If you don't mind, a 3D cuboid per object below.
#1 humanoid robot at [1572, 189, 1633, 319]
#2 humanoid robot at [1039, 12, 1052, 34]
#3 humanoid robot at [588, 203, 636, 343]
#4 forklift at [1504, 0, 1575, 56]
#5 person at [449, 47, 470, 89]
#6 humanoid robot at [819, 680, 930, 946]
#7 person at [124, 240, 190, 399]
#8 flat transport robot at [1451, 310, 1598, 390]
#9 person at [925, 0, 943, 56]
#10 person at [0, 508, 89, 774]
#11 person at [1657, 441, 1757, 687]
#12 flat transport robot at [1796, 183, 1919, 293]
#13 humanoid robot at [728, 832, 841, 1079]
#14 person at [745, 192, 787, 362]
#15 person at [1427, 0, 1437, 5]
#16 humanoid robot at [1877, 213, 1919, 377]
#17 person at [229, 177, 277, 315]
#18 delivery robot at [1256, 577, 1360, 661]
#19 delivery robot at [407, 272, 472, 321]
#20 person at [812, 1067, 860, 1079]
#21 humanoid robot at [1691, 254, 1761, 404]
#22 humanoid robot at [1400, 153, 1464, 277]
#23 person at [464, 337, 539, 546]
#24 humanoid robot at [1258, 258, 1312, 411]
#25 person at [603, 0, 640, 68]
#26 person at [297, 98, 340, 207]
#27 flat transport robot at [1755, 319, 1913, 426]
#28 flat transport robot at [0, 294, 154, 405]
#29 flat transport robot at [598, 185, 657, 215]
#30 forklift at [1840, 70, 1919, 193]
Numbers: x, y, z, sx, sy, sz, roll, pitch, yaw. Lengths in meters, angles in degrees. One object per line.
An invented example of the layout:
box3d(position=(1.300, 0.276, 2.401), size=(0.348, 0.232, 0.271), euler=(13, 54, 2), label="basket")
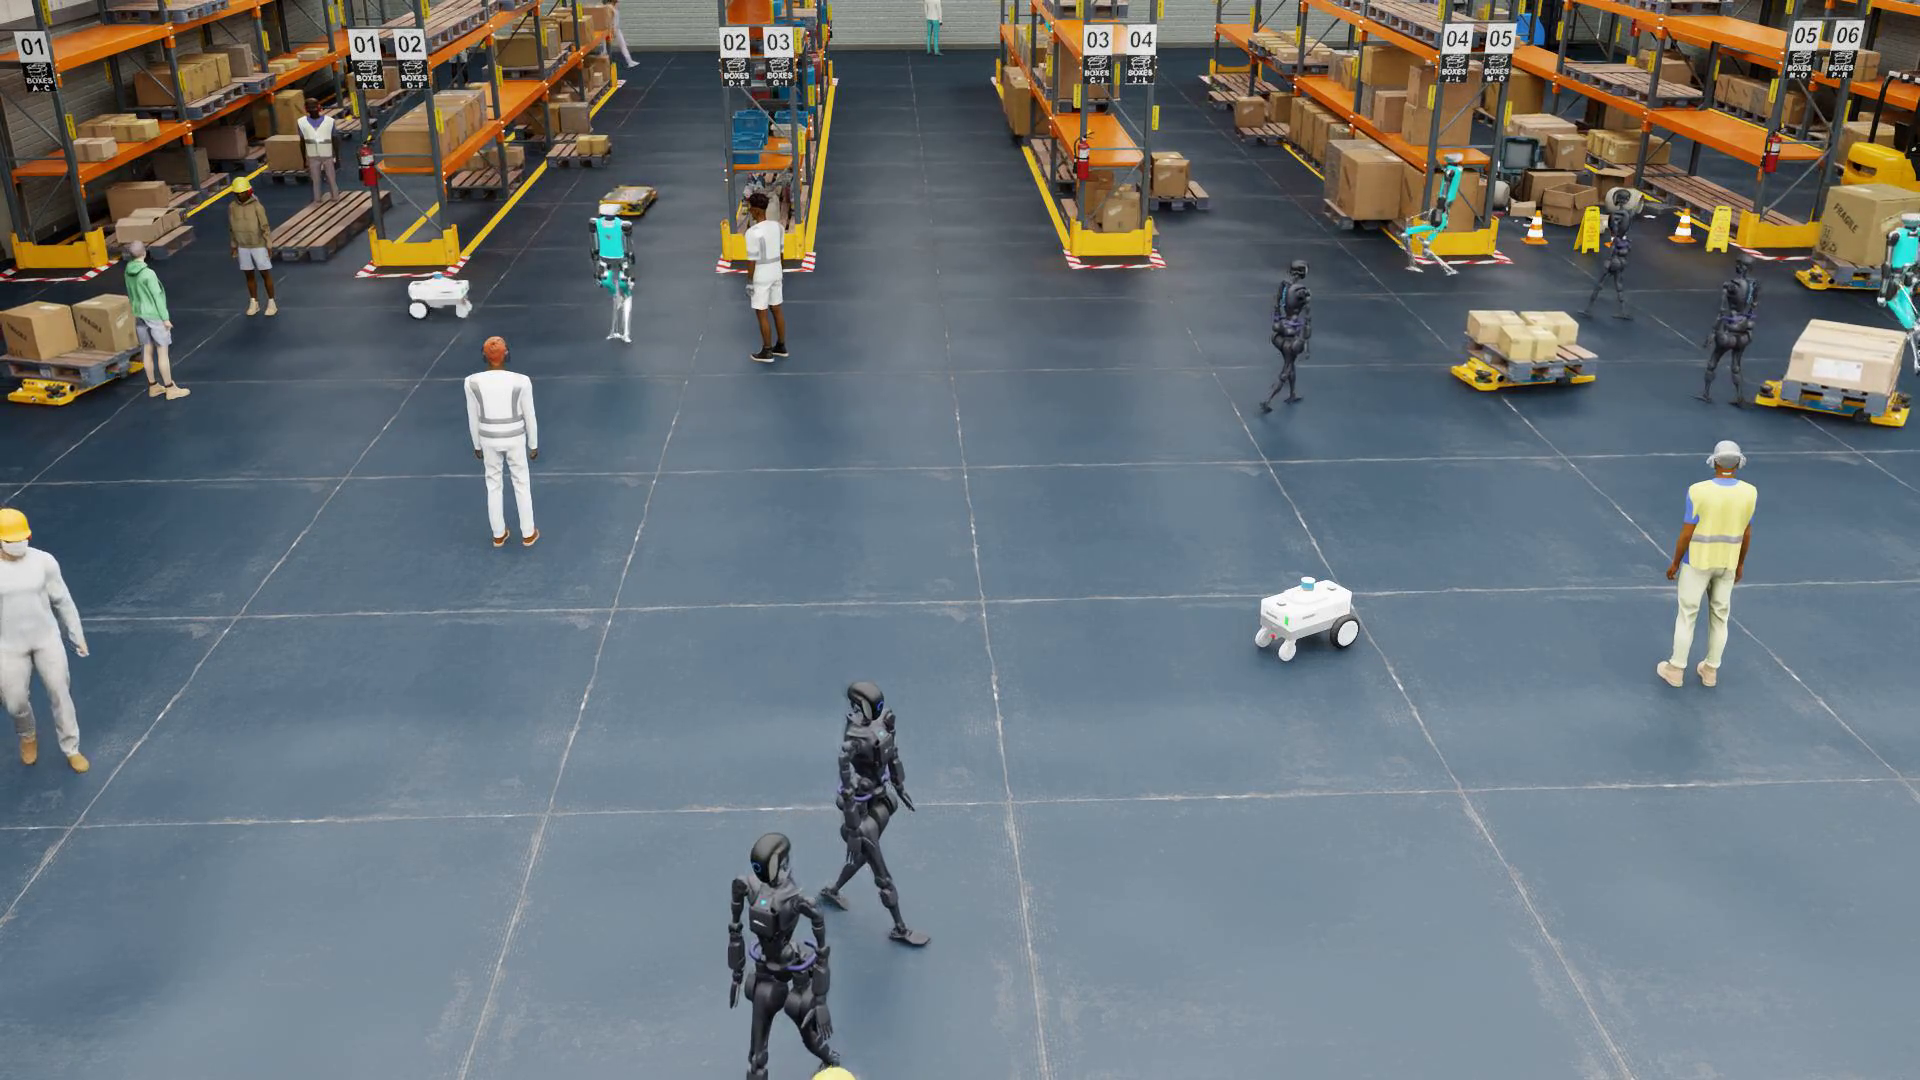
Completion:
box3d(position=(8.153, -3.583, 20.820), size=(0.728, 1.628, 0.608), euler=(13, 27, 28), label="humanoid robot")
box3d(position=(2.362, -12.978, 41.821), size=(0.795, 1.784, 0.578), euler=(-17, 29, -33), label="humanoid robot")
box3d(position=(-4.057, -3.185, 19.845), size=(0.591, 1.789, 0.830), euler=(4, 24, 8), label="humanoid robot")
box3d(position=(14.700, -13.805, 42.301), size=(1.873, 2.768, 1.129), euler=(-1, 24, -2), label="forklift")
box3d(position=(-11.366, -11.080, 37.617), size=(0.541, 1.697, 0.317), euler=(0, 24, -1), label="person")
box3d(position=(-0.513, 1.503, 9.441), size=(0.789, 1.643, 0.591), euler=(12, 27, 26), label="humanoid robot")
box3d(position=(-8.760, -2.378, 18.003), size=(0.476, 1.743, 0.341), euler=(11, 26, 23), label="person")
box3d(position=(6.364, -1.914, 18.772), size=(1.431, 0.231, 0.659), euler=(-5, 25, -12), label="flat transport robot")
box3d(position=(-0.664, -13.286, 42.488), size=(0.526, 1.766, 0.308), euler=(19, 30, 36), label="person")
box3d(position=(-6.136, 0.674, 10.967), size=(0.642, 1.883, 0.452), euler=(-16, 29, -32), label="person")
box3d(position=(5.419, 0.192, 12.049), size=(0.532, 1.892, 0.407), euler=(2, 24, 5), label="person")
box3d(position=(12.100, -3.511, 22.362), size=(1.431, 0.231, 0.659), euler=(4, 24, 9), label="flat transport robot")
box3d(position=(-0.842, 2.129, 8.033), size=(0.599, 1.634, 0.794), euler=(12, 27, 24), label="humanoid robot")
box3d(position=(-2.256, -3.037, 19.229), size=(0.377, 1.955, 0.607), euler=(15, 28, 30), label="person")
box3d(position=(11.744, -12.964, 41.723), size=(0.398, 1.797, 0.588), euler=(-5, 25, -12), label="person")
box3d(position=(10.882, -2.749, 18.871), size=(0.541, 1.784, 0.915), euler=(-9, 25, -19), label="humanoid robot")
box3d(position=(-8.928, -3.715, 20.991), size=(0.540, 1.757, 0.415), euler=(2, 24, 4), label="person")
box3d(position=(2.682, 0.579, 12.843), size=(0.811, 0.614, 0.499), euler=(-14, 28, -29), label="delivery robot")
box3d(position=(-6.617, -3.090, 21.085), size=(0.816, 0.612, 0.499), euler=(-2, 24, -4), label="delivery robot")
box3d(position=(-0.400, 2.710, 6.571), size=(0.530, 1.735, 0.766), euler=(9, 26, 20), label="person")
box3d(position=(8.294, -2.248, 17.811), size=(0.611, 1.645, 0.576), euler=(-10, 26, -21), label="humanoid robot")
box3d(position=(6.374, -4.379, 22.508), size=(1.001, 1.736, 0.540), euler=(13, 27, 27), label="humanoid robot")
box3d(position=(-3.937, -0.839, 14.389), size=(0.565, 1.879, 0.351), euler=(-3, 24, -7), label="person")
box3d(position=(3.477, -2.190, 17.720), size=(0.748, 1.642, 0.613), euler=(-12, 27, -26), label="humanoid robot")
box3d(position=(-8.354, -12.387, 40.400), size=(1.001, 1.805, 0.542), euler=(6, 25, 12), label="person")
box3d(position=(-9.955, -5.956, 25.915), size=(0.563, 1.845, 0.390), euler=(-6, 25, -14), label="person")
box3d(position=(9.385, -1.510, 17.866), size=(1.431, 0.231, 0.659), euler=(15, 28, 30), label="flat transport robot")
box3d(position=(-9.848, -1.830, 18.585), size=(0.659, 0.231, 1.431), euler=(6, 25, 12), label="flat transport robot")
box3d(position=(-5.335, -5.448, 26.715), size=(0.659, 0.231, 1.431), euler=(1, 24, 1), label="flat transport robot")
box3d(position=(15.132, -6.143, 25.915), size=(2.313, 2.155, 1.214), euler=(-1, 24, -2), label="forklift")
